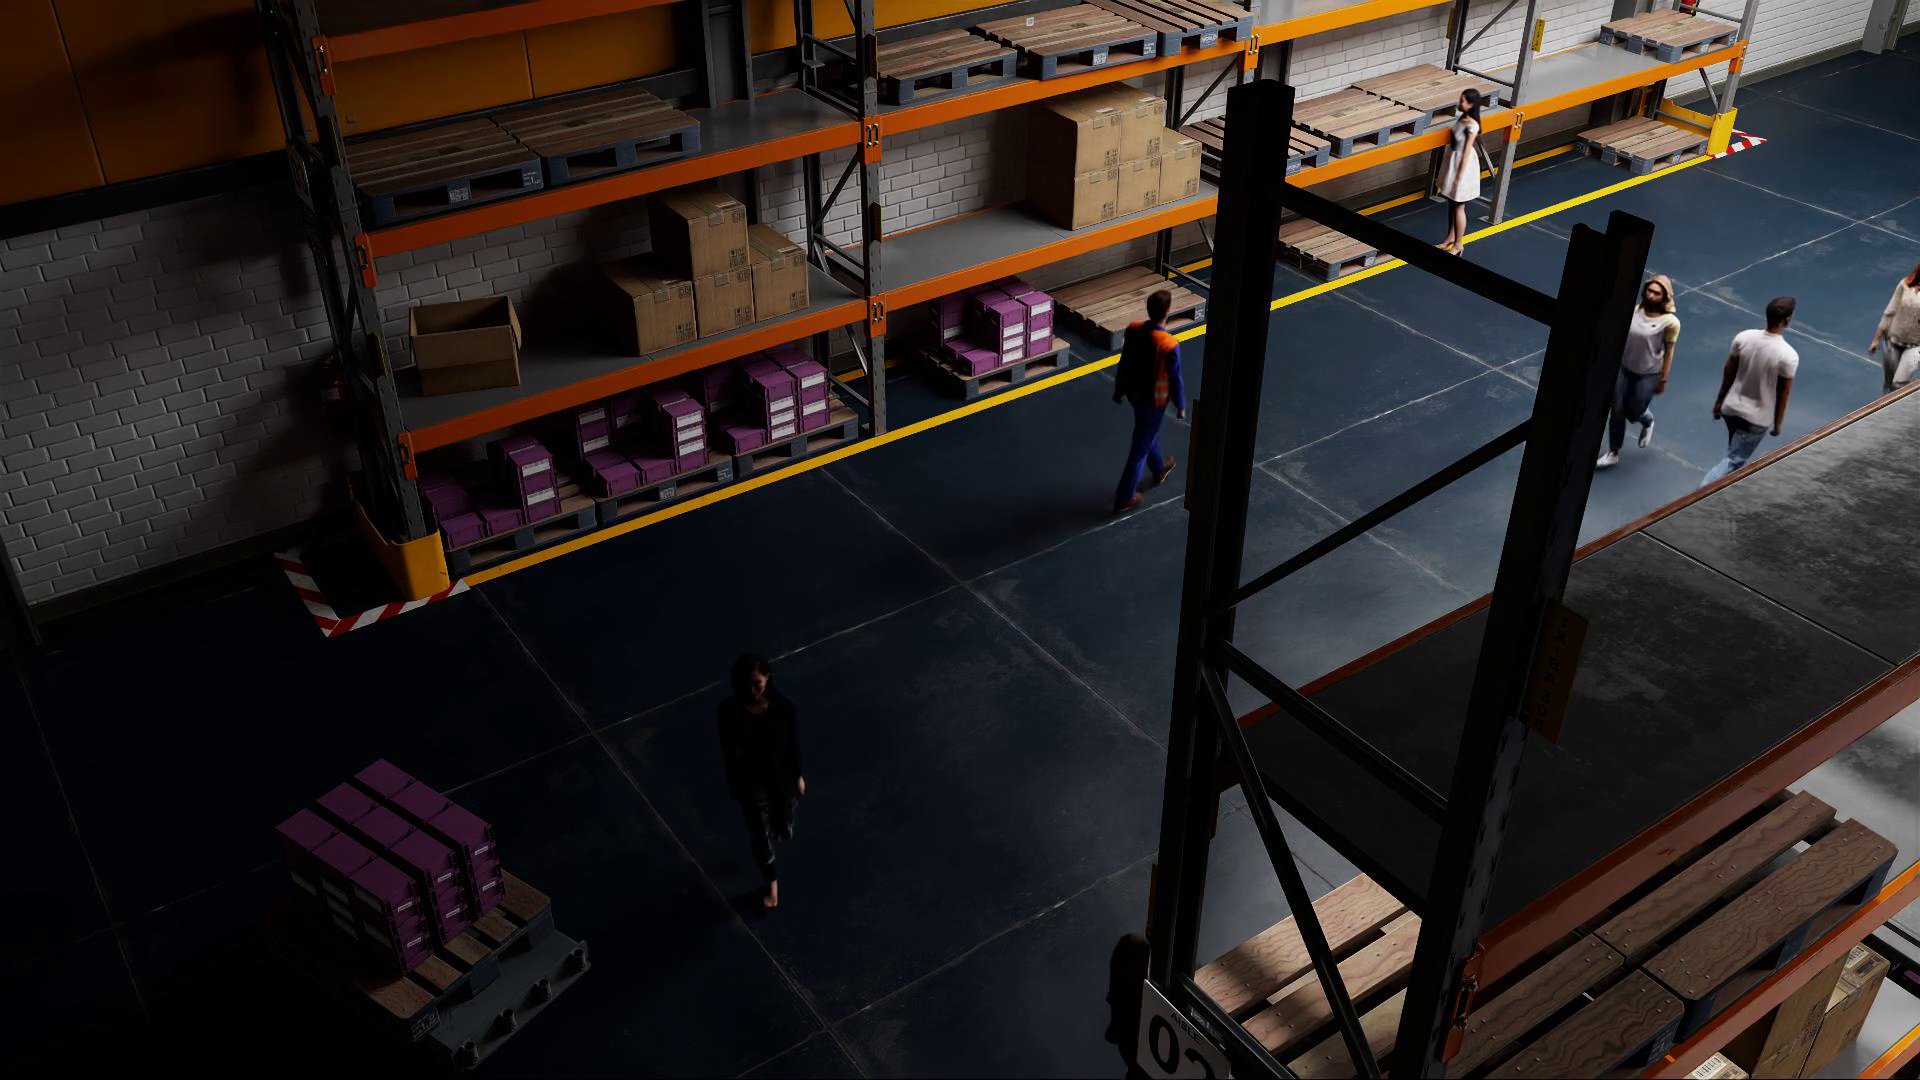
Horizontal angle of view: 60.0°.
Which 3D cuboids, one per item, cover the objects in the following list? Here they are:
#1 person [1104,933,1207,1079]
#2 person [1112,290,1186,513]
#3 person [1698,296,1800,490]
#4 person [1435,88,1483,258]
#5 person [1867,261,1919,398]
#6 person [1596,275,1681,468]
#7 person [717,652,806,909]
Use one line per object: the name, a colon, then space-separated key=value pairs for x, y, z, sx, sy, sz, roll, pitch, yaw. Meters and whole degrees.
person: x=0.881 y=2.403 z=7.714 sx=0.897 sy=1.809 sz=0.963 roll=19 pitch=38 yaw=27
person: x=1.395 y=-1.038 z=12.867 sx=1.078 sy=1.835 sz=0.803 roll=-27 pitch=42 yaw=-34
person: x=5.984 y=-0.960 z=12.764 sx=1.214 sy=1.819 sz=0.788 roll=-17 pitch=37 yaw=-24
person: x=5.103 y=-3.740 z=16.992 sx=0.819 sy=1.769 sz=0.783 roll=0 pitch=34 yaw=1
person: x=7.977 y=-1.684 z=13.964 sx=0.679 sy=1.696 sz=0.642 roll=-28 pitch=42 yaw=-35
person: x=5.558 y=-1.370 z=13.480 sx=0.846 sy=1.709 sz=0.629 roll=-20 pitch=39 yaw=-28
person: x=-1.110 y=1.280 z=9.485 sx=0.905 sy=1.720 sz=0.889 roll=-4 pitch=34 yaw=-6
